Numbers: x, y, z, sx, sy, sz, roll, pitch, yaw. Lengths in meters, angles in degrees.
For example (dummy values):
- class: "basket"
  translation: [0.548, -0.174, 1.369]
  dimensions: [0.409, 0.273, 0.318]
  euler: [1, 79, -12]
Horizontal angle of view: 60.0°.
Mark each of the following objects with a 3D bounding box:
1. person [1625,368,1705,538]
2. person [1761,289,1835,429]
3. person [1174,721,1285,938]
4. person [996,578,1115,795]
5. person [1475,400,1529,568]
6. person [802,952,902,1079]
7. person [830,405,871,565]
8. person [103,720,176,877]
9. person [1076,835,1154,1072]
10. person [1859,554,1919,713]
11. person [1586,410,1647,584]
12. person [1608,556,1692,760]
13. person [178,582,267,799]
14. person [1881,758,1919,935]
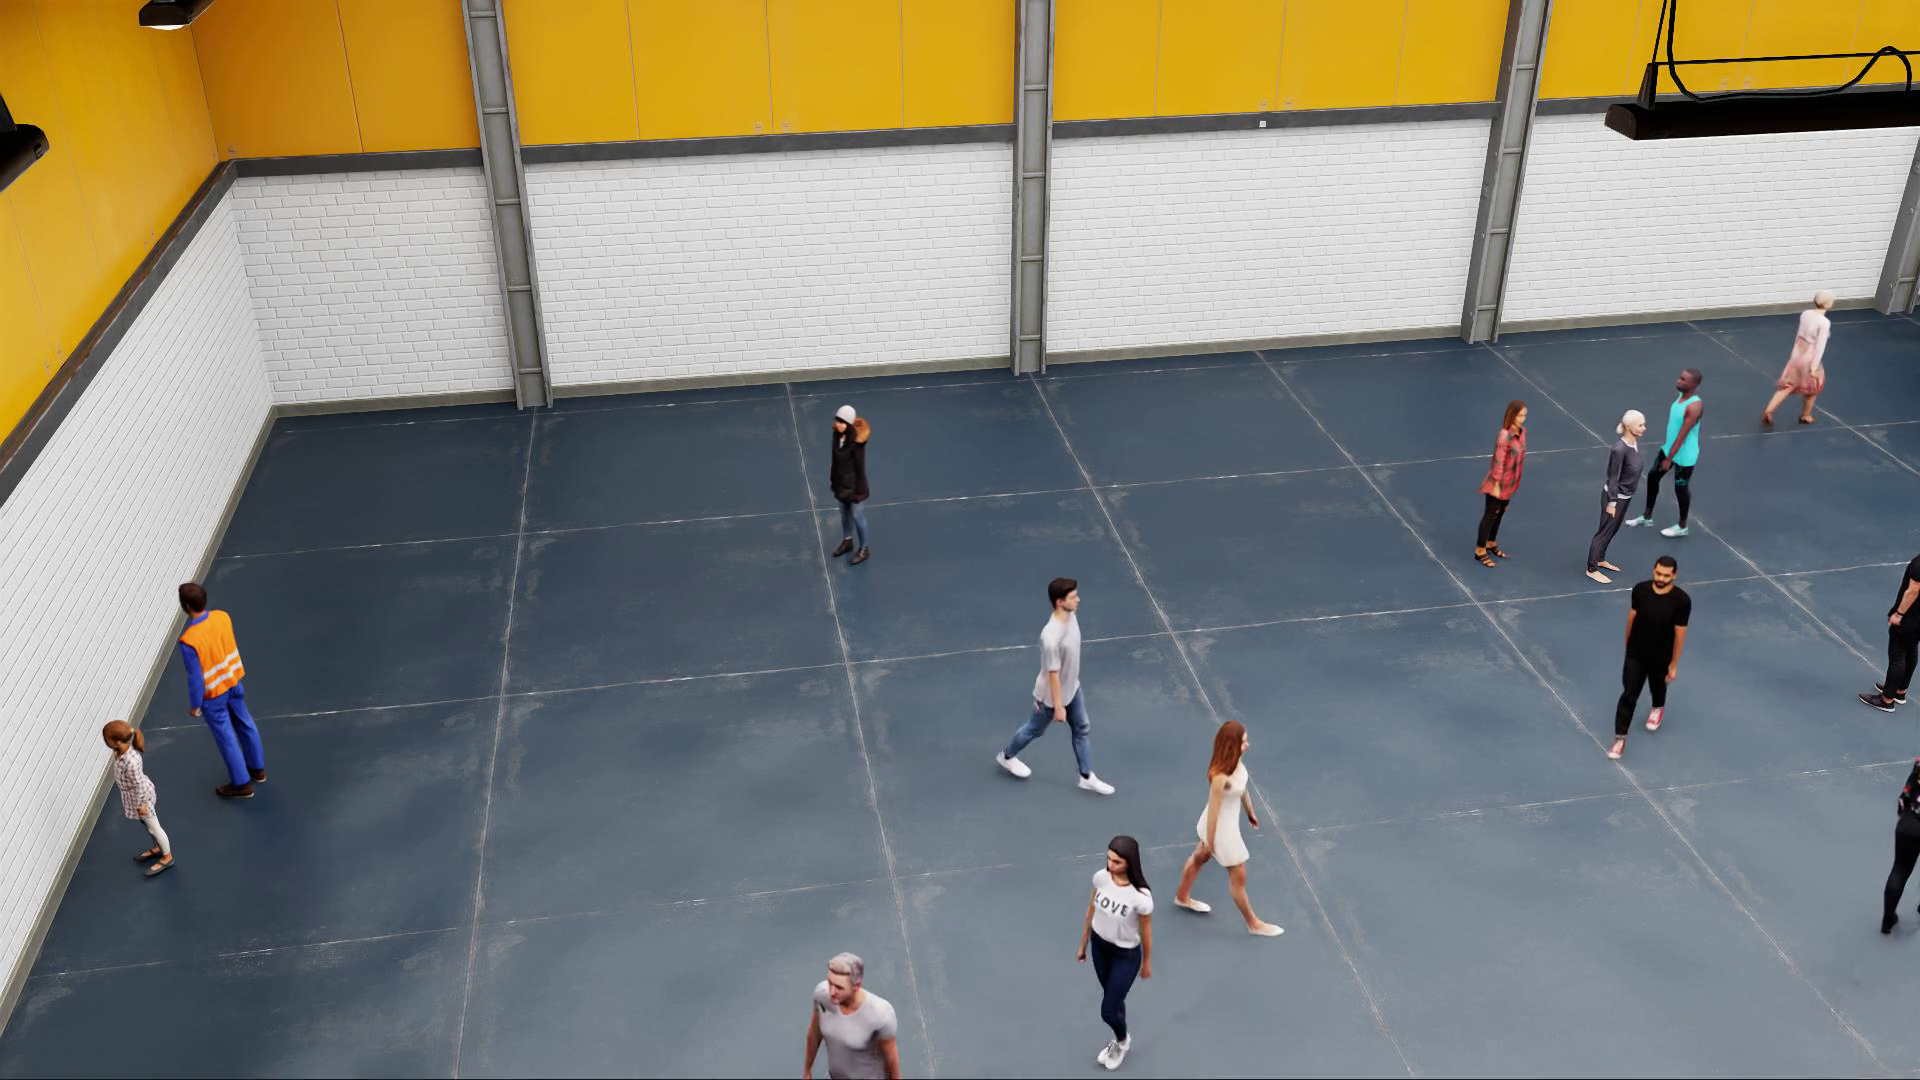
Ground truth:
- class: "person"
  translation: [7.260, -0.849, 16.540]
  dimensions: [0.854, 1.792, 0.711]
  euler: [-2, 29, -3]
- class: "person"
  translation: [9.499, -2.013, 18.817]
  dimensions: [1.068, 1.655, 0.721]
  euler: [-10, 30, -18]
- class: "person"
  translation: [1.725, 1.952, 11.528]
  dimensions: [1.119, 1.674, 0.936]
  euler: [11, 30, 19]
- class: "person"
  translation: [0.670, 1.137, 12.850]
  dimensions: [1.302, 1.840, 1.147]
  euler: [13, 31, 22]
- class: "person"
  translation: [5.264, -0.568, 16.123]
  dimensions: [0.762, 1.698, 0.673]
  euler: [25, 37, 38]
- class: "person"
  translation: [-0.522, 3.001, 9.482]
  dimensions: [1.124, 1.792, 1.192]
  euler: [19, 34, 31]
- class: "person"
  translation: [-1.059, -0.558, 16.174]
  dimensions: [0.729, 1.631, 0.768]
  euler: [24, 37, 37]
- class: "person"
  translation: [-5.977, 1.844, 12.107]
  dimensions: [0.617, 1.310, 0.600]
  euler: [-22, 35, -34]
- class: "person"
  translation: [1.033, 2.536, 10.365]
  dimensions: [0.742, 1.763, 0.705]
  euler: [-25, 37, -37]
- class: "person"
  translation: [7.961, 0.574, 13.856]
  dimensions: [0.691, 1.864, 0.827]
  euler: [-20, 34, -32]
- class: "person"
  translation: [6.278, -0.451, 15.879]
  dimensions: [0.740, 1.726, 0.673]
  euler: [20, 34, 32]
- class: "person"
  translation: [5.612, 0.888, 13.414]
  dimensions: [1.116, 1.737, 1.195]
  euler: [19, 34, 31]
- class: "person"
  translation: [-5.713, 1.146, 12.810]
  dimensions: [0.772, 1.862, 0.785]
  euler: [8, 30, 14]
- class: "person"
  translation: [6.609, 2.022, 11.410]
  dimensions: [0.969, 1.664, 0.862]
  euler: [-24, 36, -36]
